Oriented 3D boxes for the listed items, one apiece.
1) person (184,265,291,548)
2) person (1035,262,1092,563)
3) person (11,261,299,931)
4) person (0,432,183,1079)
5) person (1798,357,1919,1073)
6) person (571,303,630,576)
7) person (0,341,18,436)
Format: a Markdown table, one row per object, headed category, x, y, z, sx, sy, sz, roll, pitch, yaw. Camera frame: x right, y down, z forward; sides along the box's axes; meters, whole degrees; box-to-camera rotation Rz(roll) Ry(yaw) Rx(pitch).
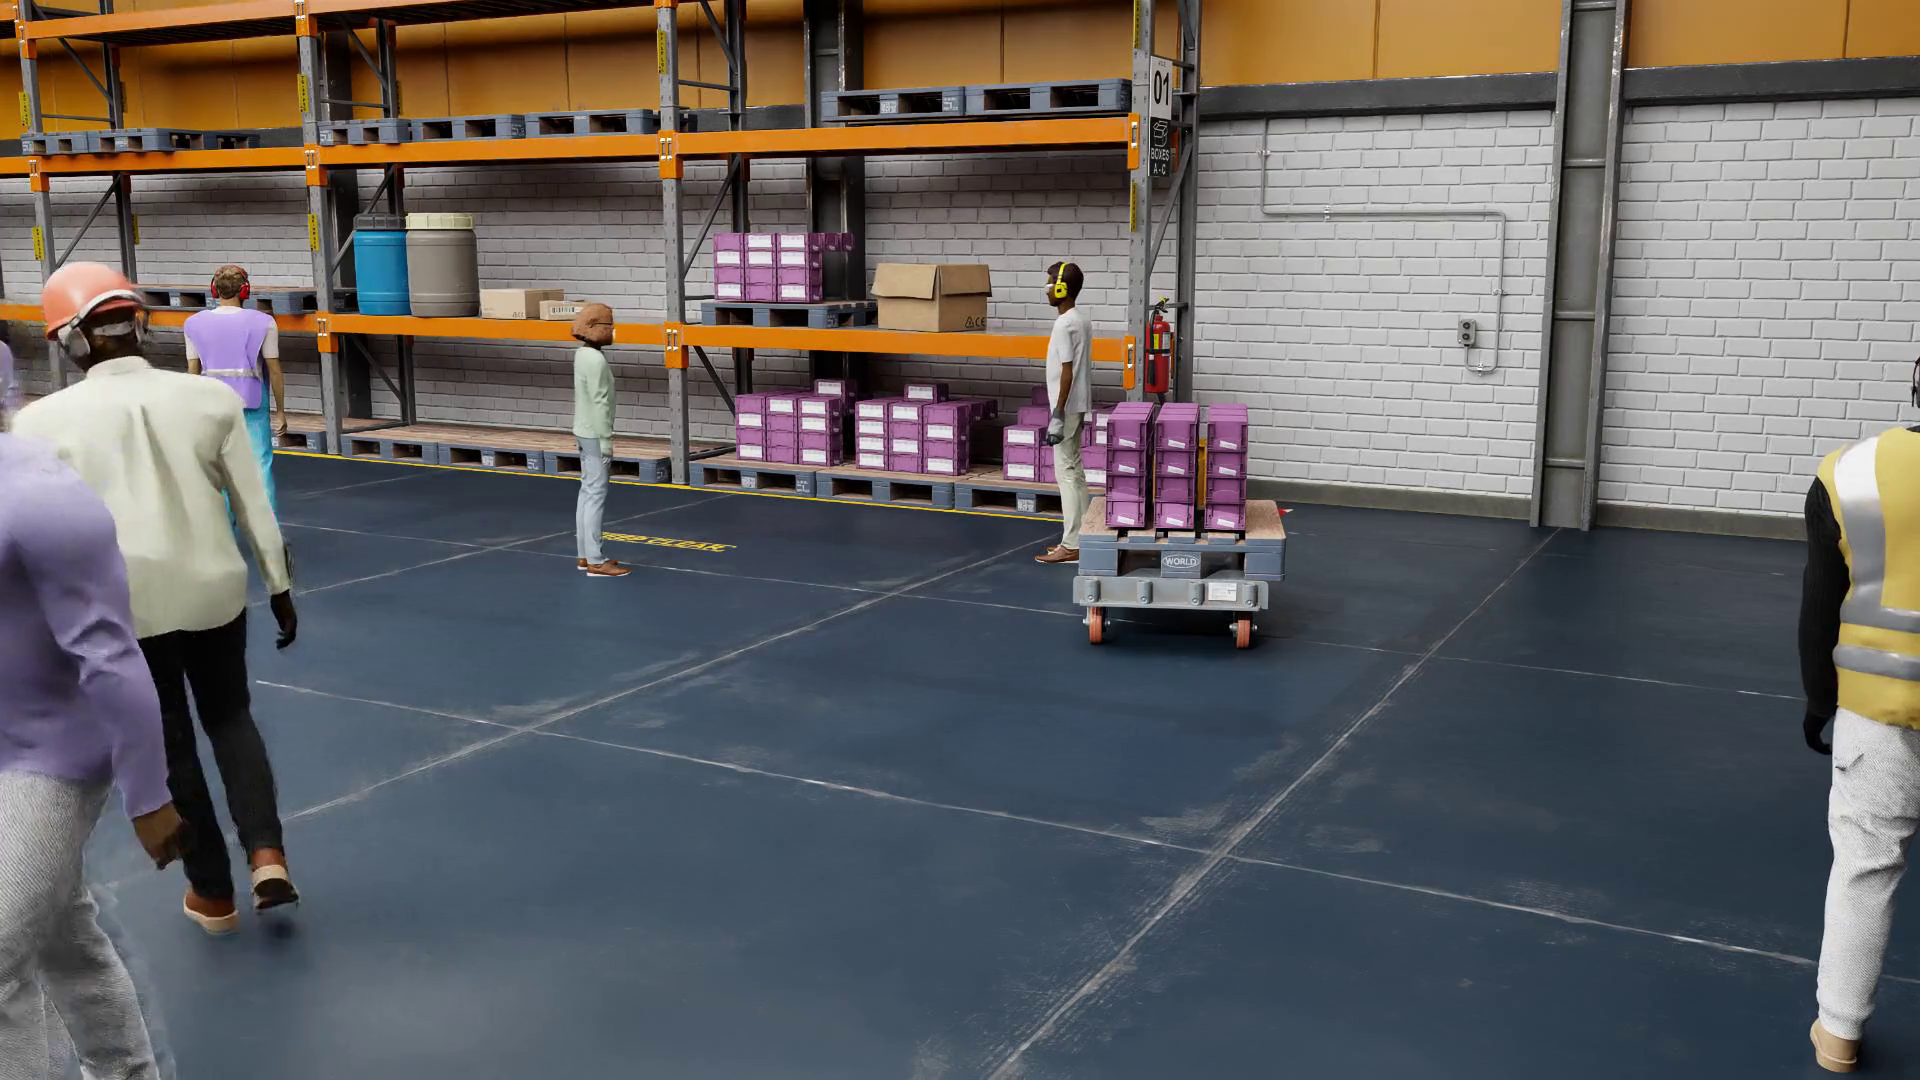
| category | x | y | z | sx | sy | sz | roll | pitch | yaw |
| --- | --- | --- | --- | --- | --- | --- | --- | --- | --- |
| person | -4.614 | -0.825 | 10.628 | 0.569 | 1.843 | 0.373 | -2 | 11 | -10 |
| person | 0.653 | -0.784 | 10.353 | 0.312 | 1.864 | 0.537 | 4 | 11 | 19 |
| person | -2.276 | 0.190 | 4.765 | 0.686 | 1.952 | 0.533 | -8 | 13 | -38 |
| person | -1.929 | 0.501 | 3.206 | 0.645 | 1.899 | 0.890 | 5 | 12 | 27 |
| person | 2.310 | 0.399 | 3.927 | 0.627 | 1.847 | 0.429 | 7 | 12 | 33 |
| person | -2.178 | -0.602 | 9.987 | 0.266 | 1.631 | 0.507 | -4 | 11 | -23 |
| person | -5.159 | -0.455 | 8.544 | 1.025 | 1.878 | 0.591 | 7 | 12 | 33 |
